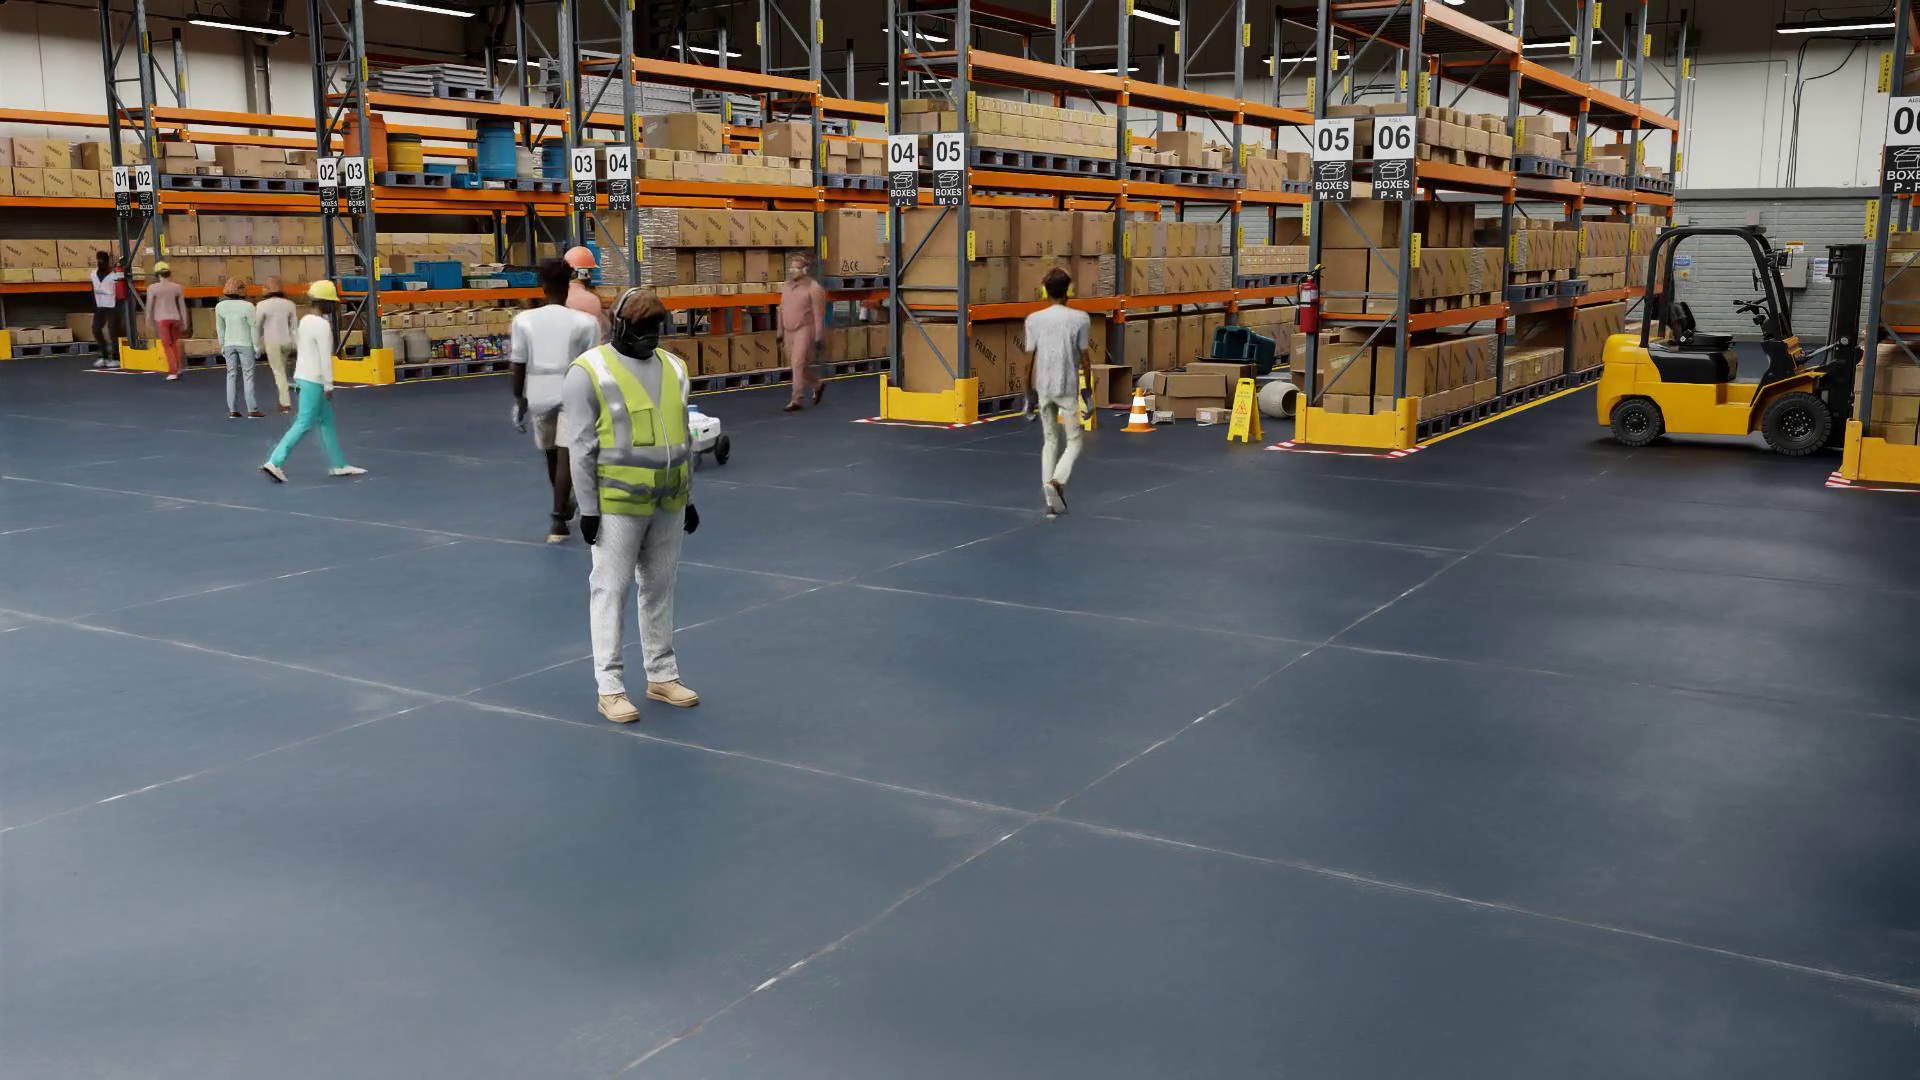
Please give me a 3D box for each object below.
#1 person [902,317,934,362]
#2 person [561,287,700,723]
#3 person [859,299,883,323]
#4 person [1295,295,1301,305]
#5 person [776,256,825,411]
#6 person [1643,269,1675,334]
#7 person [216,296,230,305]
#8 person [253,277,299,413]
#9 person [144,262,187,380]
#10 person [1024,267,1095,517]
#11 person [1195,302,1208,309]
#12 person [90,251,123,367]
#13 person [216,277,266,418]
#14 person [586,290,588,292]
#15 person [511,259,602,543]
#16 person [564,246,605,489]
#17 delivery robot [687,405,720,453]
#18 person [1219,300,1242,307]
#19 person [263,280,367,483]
[{"bbox_3d":[-0.723,-3.493,25.586,0.650,1.922,0.594,6,12,31],"label":"person"},{"bbox_3d":[-1.374,-0.157,7.143,0.429,1.840,0.624,9,14,41],"label":"person"},{"bbox_3d":[-1.682,-4.336,31.023,0.544,1.646,0.904,4,11,20],"label":"person"},{"bbox_3d":[7.099,-5.005,33.876,0.925,2.006,0.623,2,10,12],"label":"person"},{"bbox_3d":[-1.916,-2.527,20.322,0.644,1.879,0.814,9,13,41],"label":"person"},{"bbox_3d":[12.901,-4.432,30.515,1.038,2.000,0.706,10,14,44],"label":"person"},{"bbox_3d":[-13.783,-4.477,31.244,0.537,1.869,0.314,4,11,23],"label":"person"},{"bbox_3d":[-8.247,-2.336,19.957,0.629,1.609,0.509,7,12,34],"label":"person"},{"bbox_3d":[-11.827,-3.248,24.717,0.669,1.742,0.540,7,12,34],"label":"person"},{"bbox_3d":[0.712,-1.063,12.173,0.531,1.852,0.527,4,11,20],"label":"person"},{"bbox_3d":[5.352,-5.463,36.753,1.037,1.888,0.633,-6,12,-31],"label":"person"},{"bbox_3d":[-13.997,-3.773,27.226,0.615,1.892,0.638,2,10,11],"label":"person"},{"bbox_3d":[-8.343,-2.222,19.268,0.500,1.636,0.281,1,10,7],"label":"person"},{"bbox_3d":[-3.603,-1.756,16.857,0.881,1.575,0.508,-3,11,-15],"label":"person"},{"bbox_3d":[-2.746,-0.981,11.538,0.630,1.907,1.010,0,10,1],"label":"person"},{"bbox_3d":[-3.084,-1.384,13.569,0.622,1.994,0.381,8,13,38],"label":"person"},{"bbox_3d":[-2.421,-0.977,15.049,0.477,0.478,0.707,1,11,9],"label":"delivery robot"},{"bbox_3d":[5.839,-5.345,36.082,0.402,1.897,0.675,-6,12,-32],"label":"person"},{"bbox_3d":[-5.585,-1.356,14.197,0.883,1.715,0.567,-8,13,-37],"label":"person"}]
